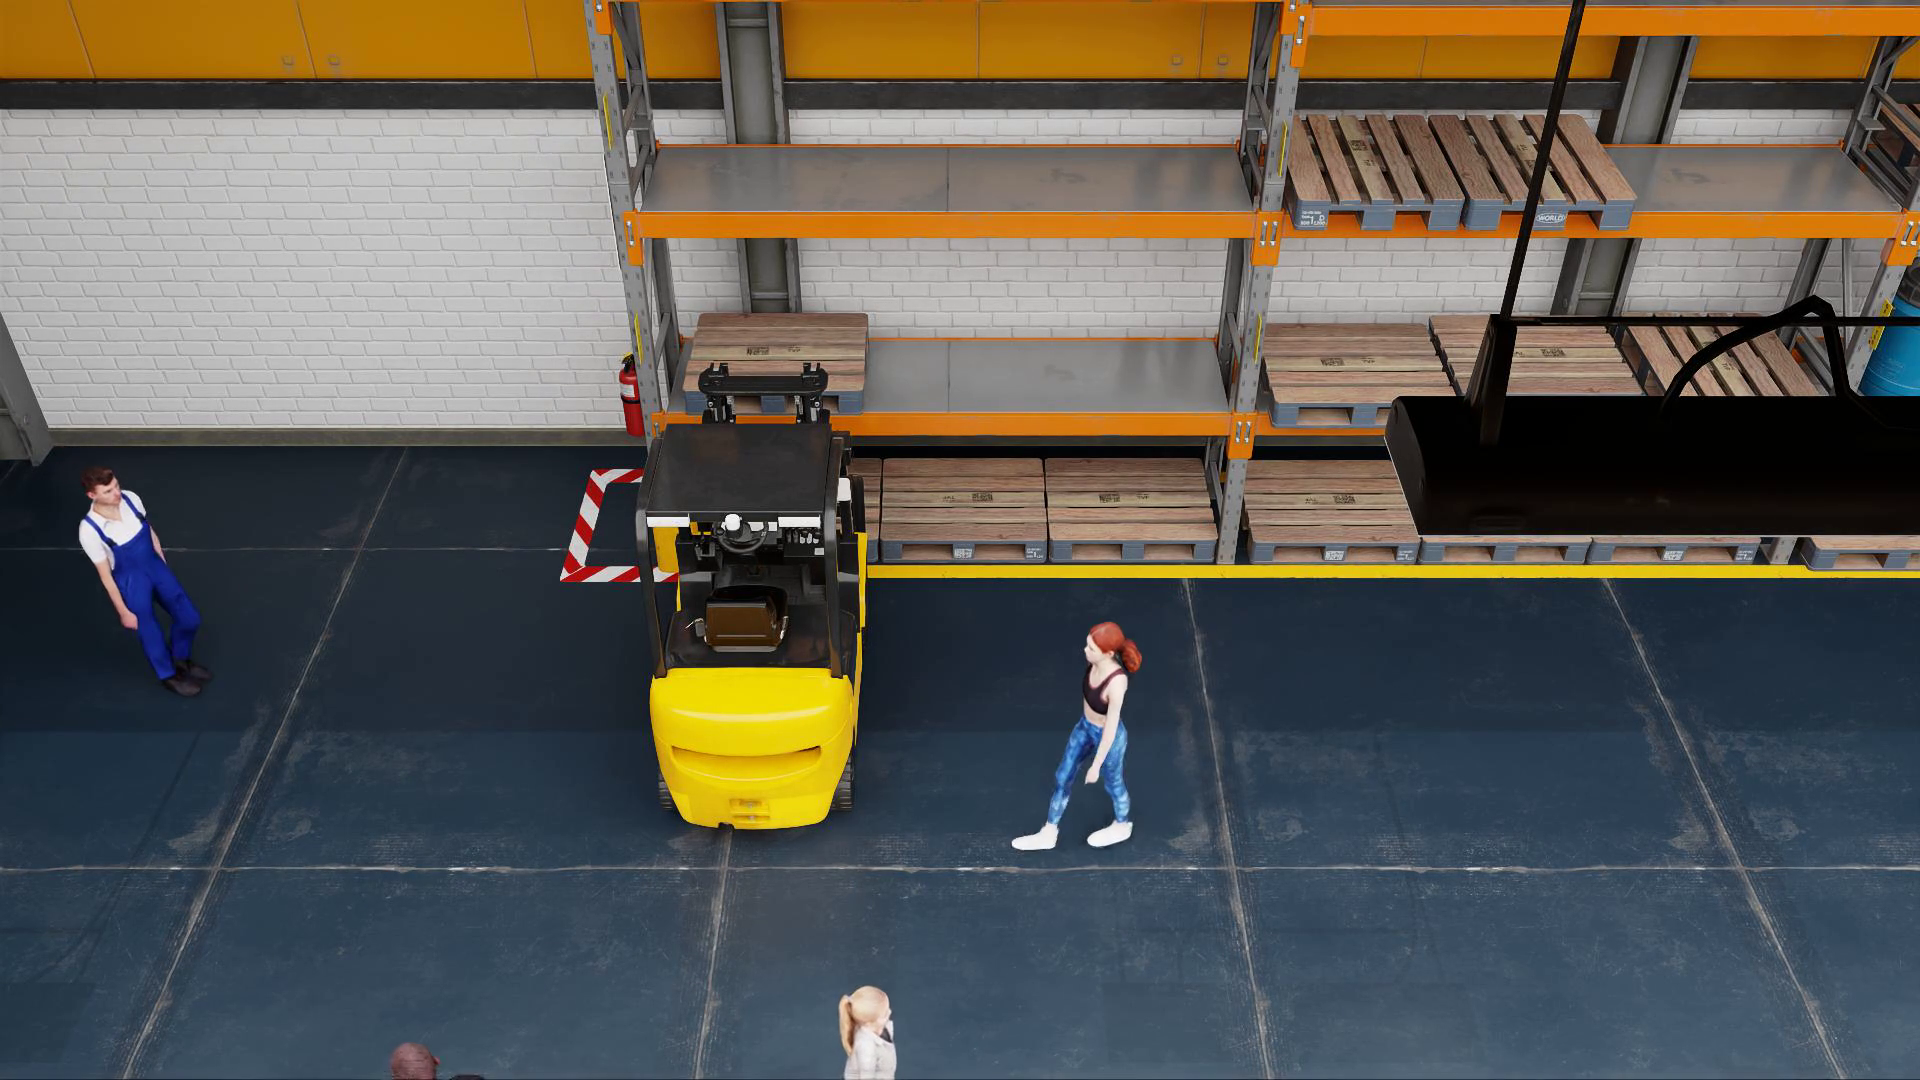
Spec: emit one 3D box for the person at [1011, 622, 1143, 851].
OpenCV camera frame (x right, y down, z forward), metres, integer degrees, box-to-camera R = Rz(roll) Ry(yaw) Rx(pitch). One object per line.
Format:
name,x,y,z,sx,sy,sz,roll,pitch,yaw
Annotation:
person,0.882,1.133,9.406,1.037,1.762,0.787,-11,40,-14

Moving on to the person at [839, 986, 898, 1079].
person,-0.448,2.576,7.994,0.538,1.270,0.527,4,39,5

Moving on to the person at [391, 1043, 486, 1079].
person,-2.189,2.817,7.268,0.785,1.799,0.866,-26,45,-29

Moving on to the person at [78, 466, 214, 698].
person,-5.221,0.248,10.455,0.767,1.836,0.758,16,41,19
